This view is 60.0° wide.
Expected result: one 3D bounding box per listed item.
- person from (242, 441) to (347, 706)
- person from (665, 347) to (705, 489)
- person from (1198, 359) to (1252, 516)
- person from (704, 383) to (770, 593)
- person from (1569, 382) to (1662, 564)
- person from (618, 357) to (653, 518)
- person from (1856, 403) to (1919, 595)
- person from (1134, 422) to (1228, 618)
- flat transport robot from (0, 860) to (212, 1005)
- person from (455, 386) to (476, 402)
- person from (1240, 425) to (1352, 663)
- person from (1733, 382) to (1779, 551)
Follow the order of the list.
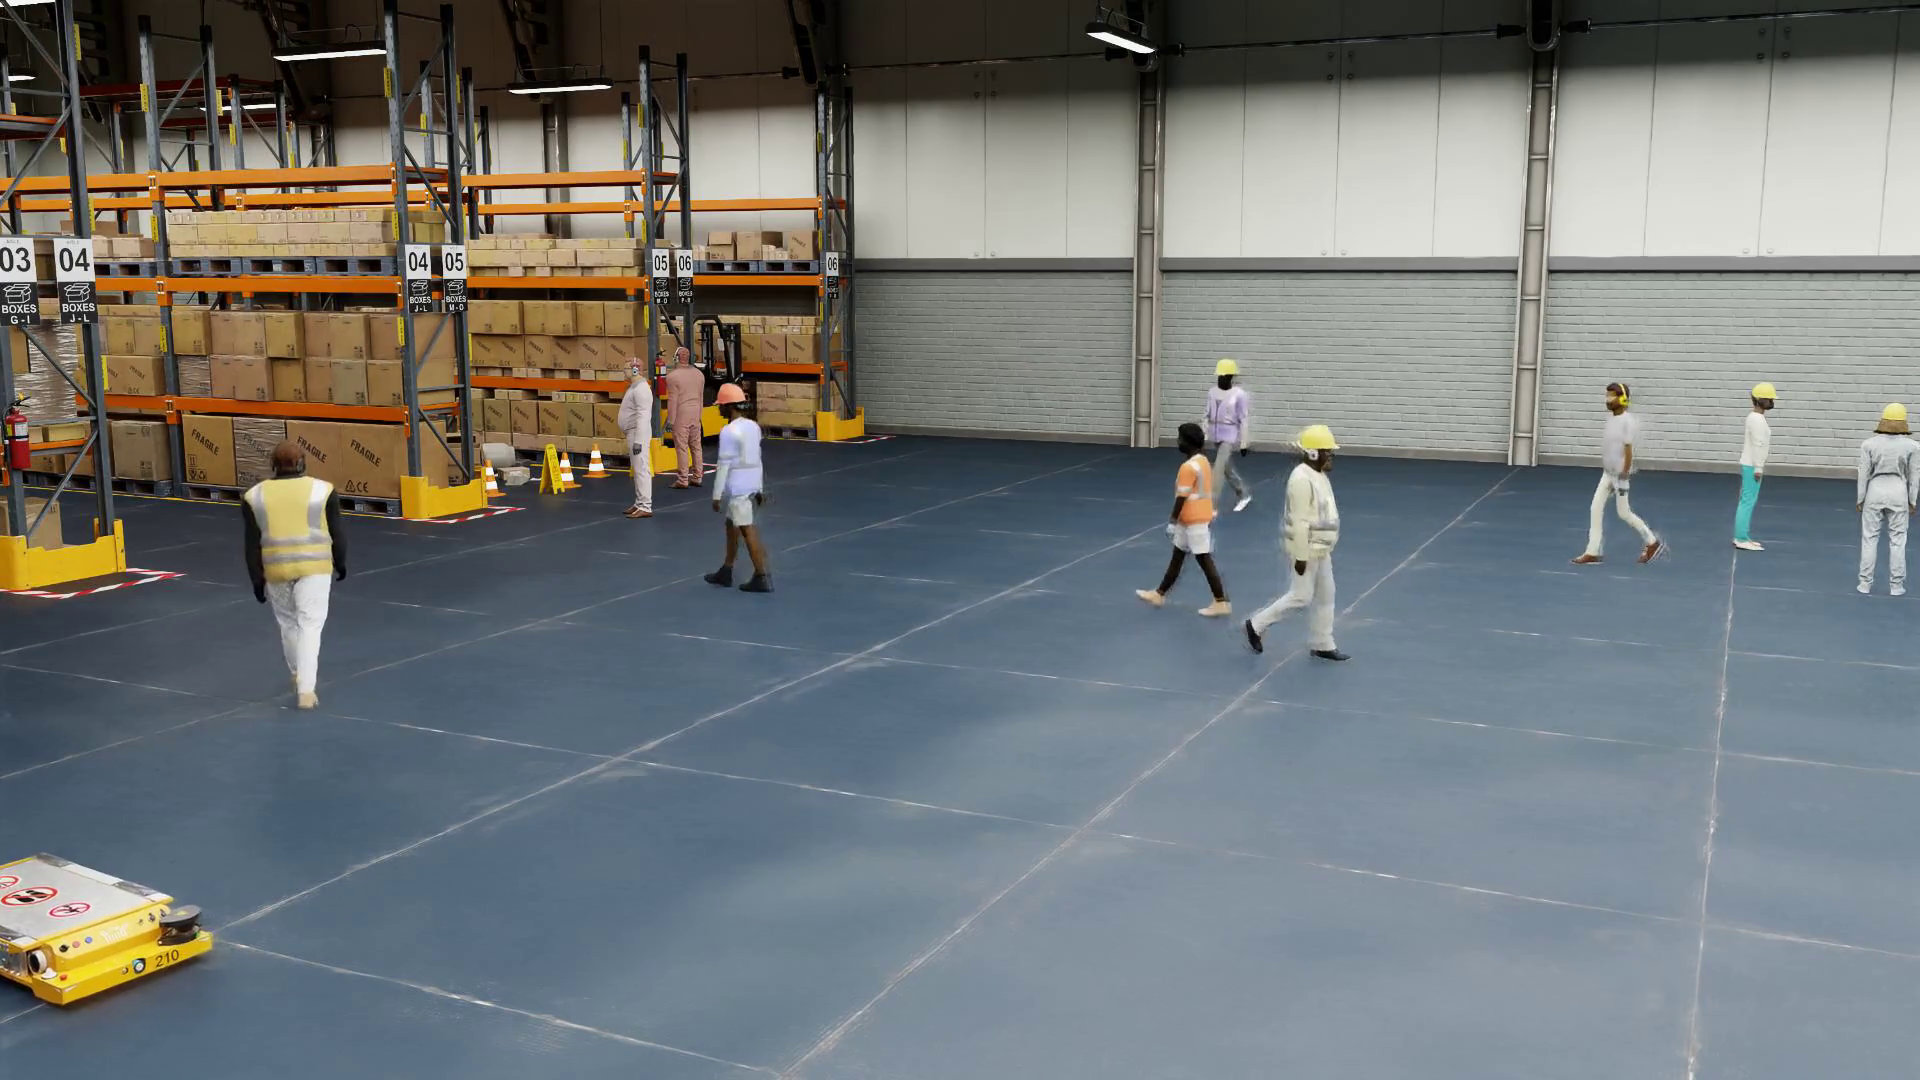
[{"bbox_3d":[-4.540,0.214,11.407,0.617,1.791,1.005,-2,9,-10],"label":"person"},{"bbox_3d":[-3.719,-1.637,22.358,0.404,1.911,0.636,7,11,35],"label":"person"},{"bbox_3d":[3.222,-1.238,19.991,0.961,1.888,0.586,-6,11,-32],"label":"person"},{"bbox_3d":[-2.107,-0.472,15.201,0.874,1.903,0.563,4,10,22],"label":"person"},{"bbox_3d":[6.596,-0.654,16.559,0.866,1.841,0.524,-1,9,-8],"label":"person"},{"bbox_3d":[-3.857,-1.216,19.777,0.407,1.908,0.641,-3,10,-16],"label":"person"},{"bbox_3d":[8.417,-0.372,15.104,0.492,1.742,0.320,5,11,29],"label":"person"},{"bbox_3d":[1.900,-0.172,14.125,0.875,1.644,0.553,3,10,20],"label":"person"},{"bbox_3d":[-3.974,1.649,7.214,1.431,0.197,0.652,6,11,32],"label":"flat transport robot"},{"bbox_3d":[-8.414,-2.657,28.205,0.539,2.000,0.688,6,11,32],"label":"person"},{"bbox_3d":[2.542,0.032,12.454,0.750,1.811,0.602,4,10,24],"label":"person"},{"bbox_3d":[8.389,-0.776,17.509,0.326,1.767,0.533,3,10,20],"label":"person"}]
